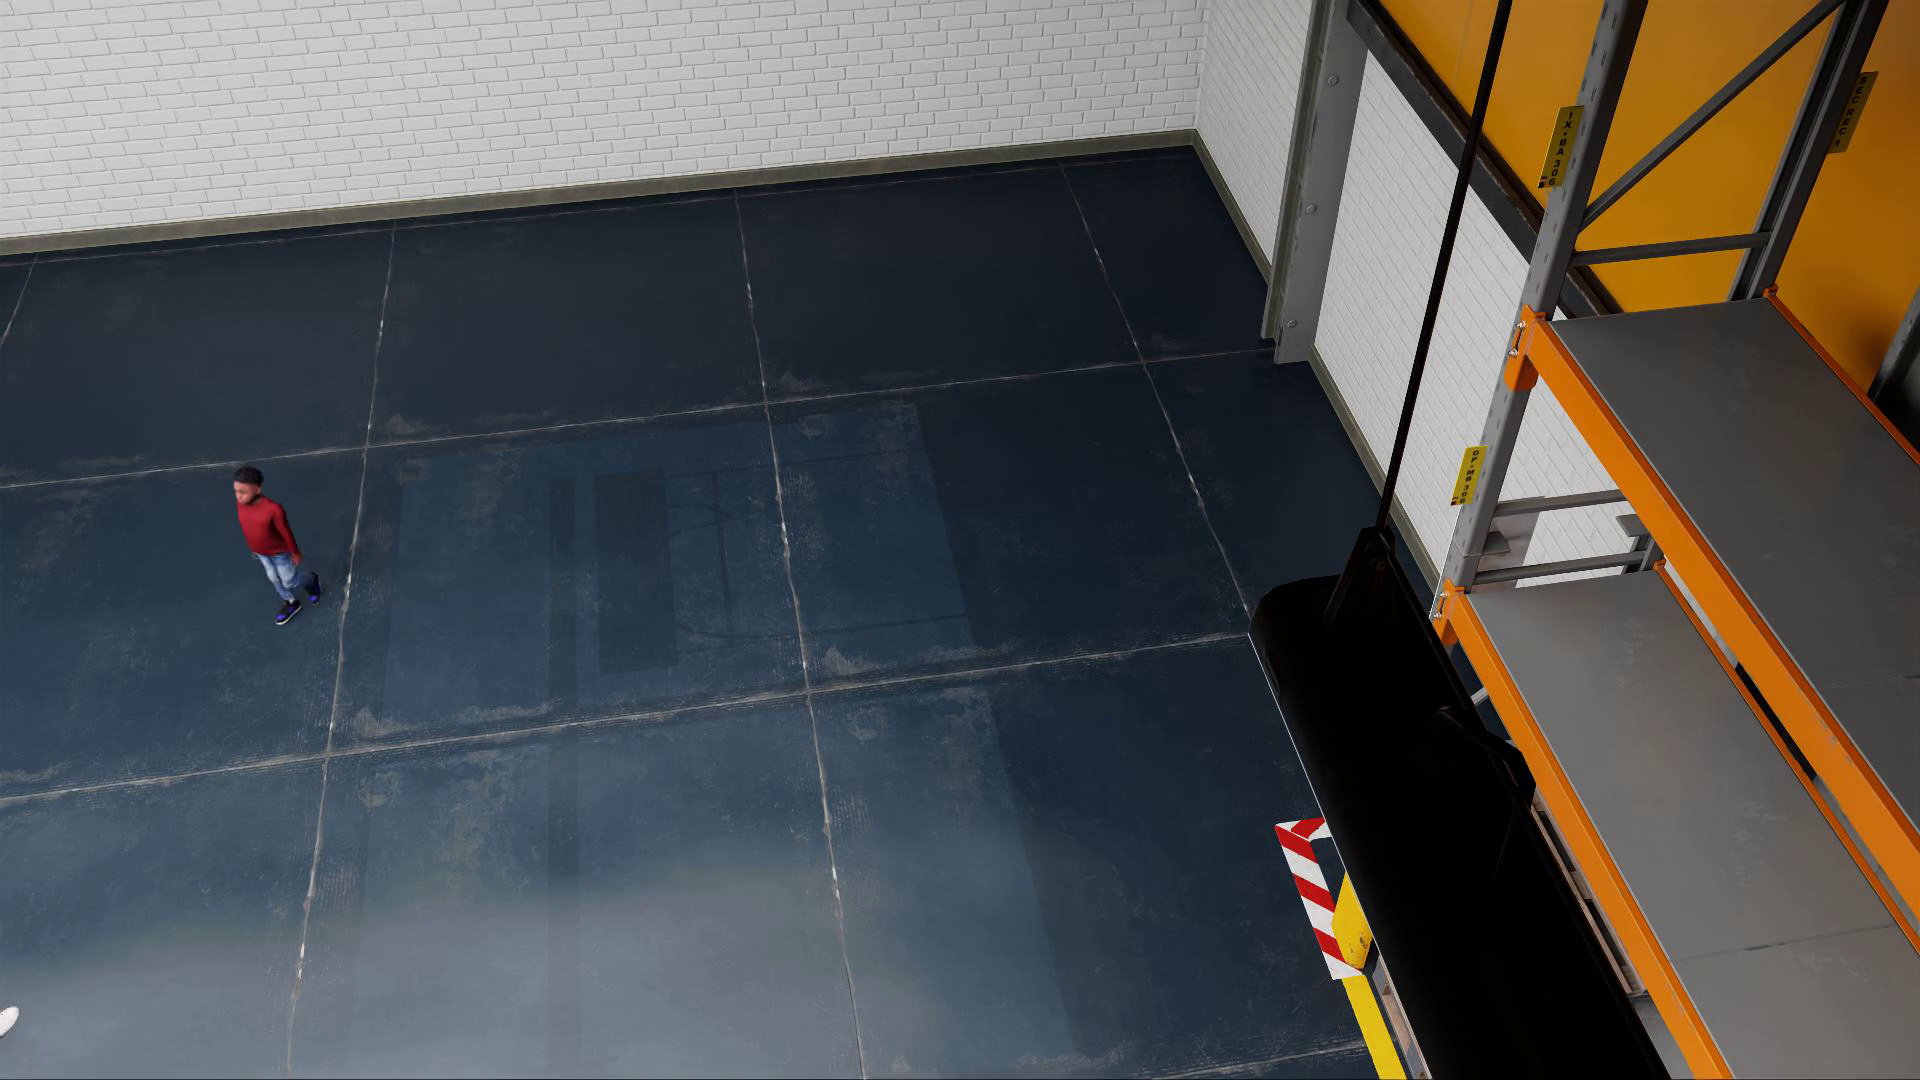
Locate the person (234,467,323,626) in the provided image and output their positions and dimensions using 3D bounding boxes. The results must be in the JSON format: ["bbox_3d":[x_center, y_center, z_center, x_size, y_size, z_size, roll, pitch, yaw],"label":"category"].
[{"bbox_3d":[-4.444,-0.004,10.837,0.634,1.246,0.705,12,45,13],"label":"person"}]
